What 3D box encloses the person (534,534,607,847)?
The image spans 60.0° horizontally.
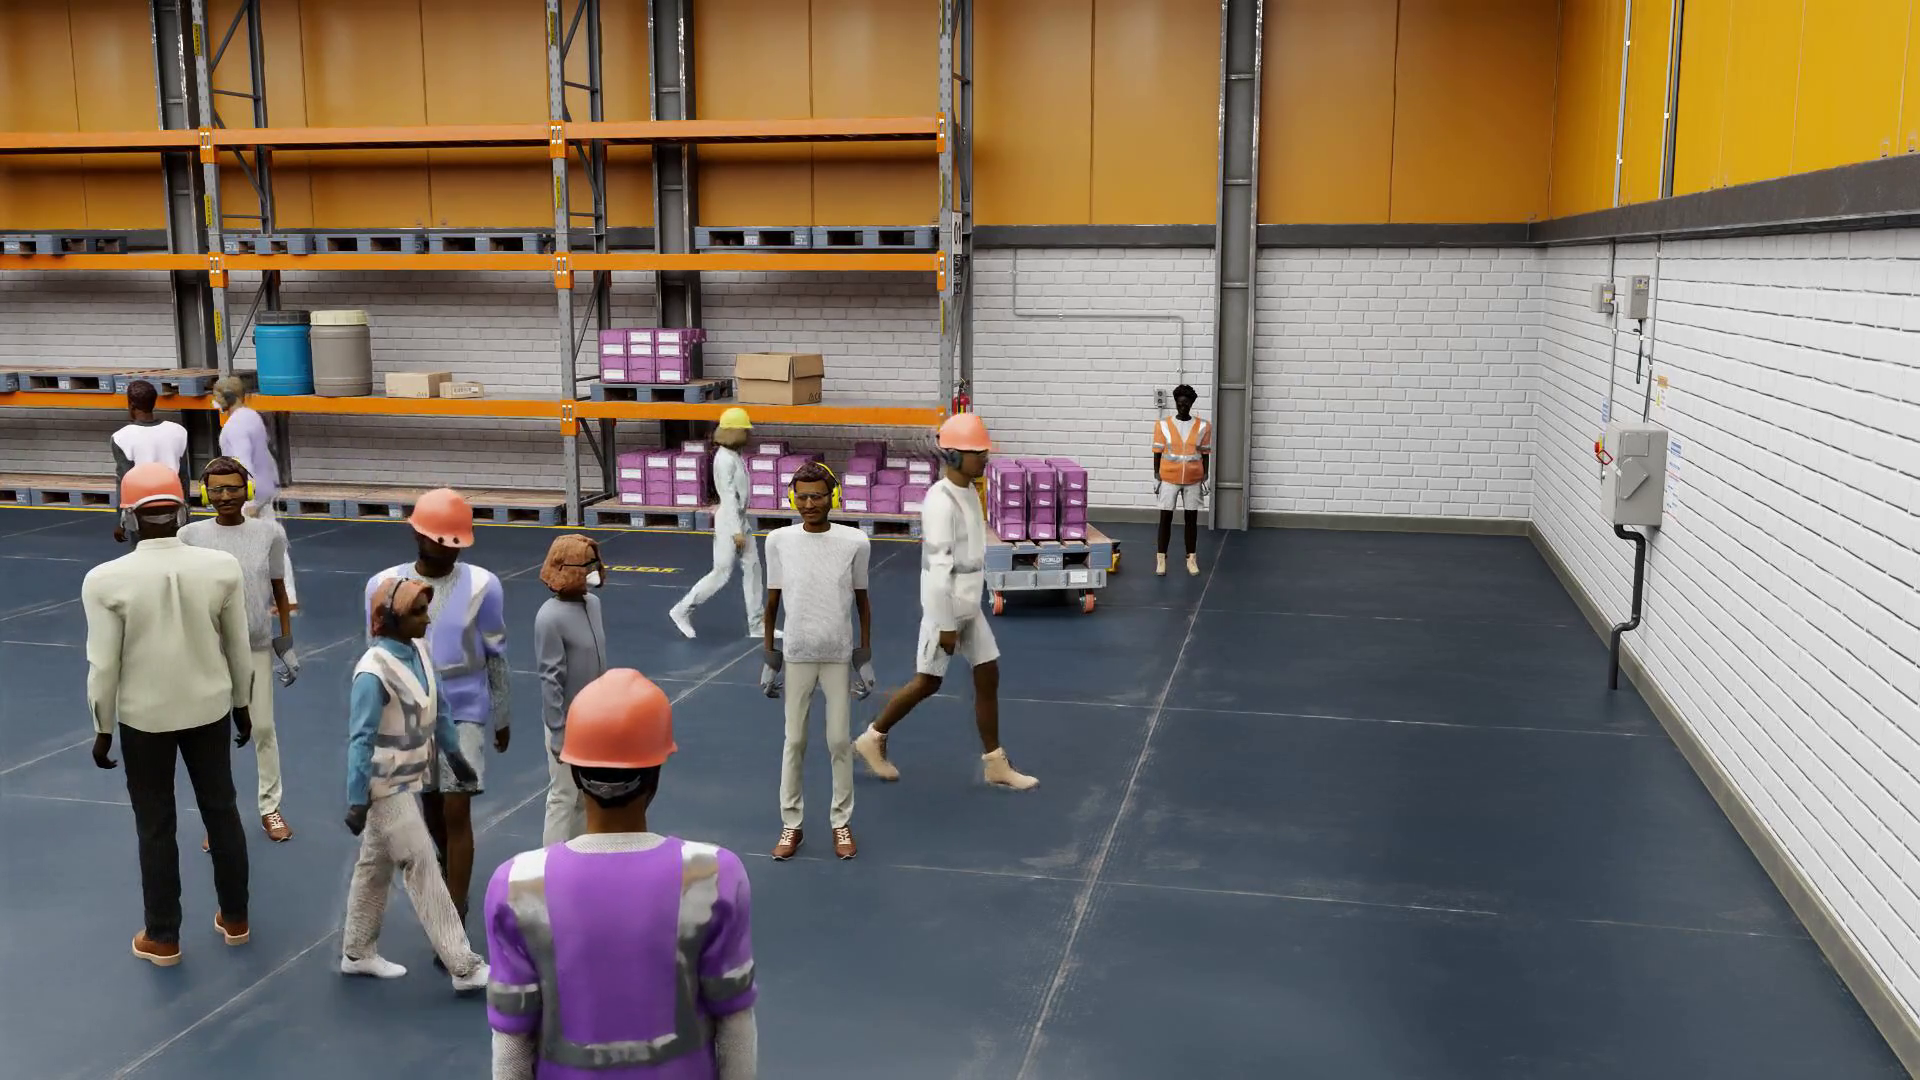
[{"bbox_3d":[-1.626,0.781,7.088,0.284,1.633,0.497,2,10,11],"label":"person"}]

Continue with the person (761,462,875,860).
[{"bbox_3d":[-0.659,0.559,7.707,0.532,1.868,0.310,0,10,-2],"label":"person"}]

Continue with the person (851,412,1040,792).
[{"bbox_3d":[-0.108,0.325,8.711,0.996,2.012,0.625,3,10,20],"label":"person"}]

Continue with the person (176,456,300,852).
[{"bbox_3d":[-3.417,0.527,7.884,0.519,1.873,0.328,-5,11,-26],"label":"person"}]

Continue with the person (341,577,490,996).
[{"bbox_3d":[-2.042,0.929,6.295,0.806,1.600,0.527,0,10,0],"label":"person"}]

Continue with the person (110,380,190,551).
[{"bbox_3d":[-5.812,-0.192,12.002,0.390,1.920,0.588,5,11,27],"label":"person"}]

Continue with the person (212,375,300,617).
[{"bbox_3d":[-5.613,-0.320,12.824,0.963,1.890,0.658,-1,10,-8],"label":"person"}]

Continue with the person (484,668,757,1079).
[{"bbox_3d":[-0.705,1.228,3.540,0.548,1.936,0.378,-1,10,-8],"label":"person"}]

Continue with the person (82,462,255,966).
[{"bbox_3d":[-3.131,0.681,6.613,0.623,1.990,0.398,-9,13,-43],"label":"person"}]

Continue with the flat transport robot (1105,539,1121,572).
[{"bbox_3d":[0.718,0.112,15.075,1.431,0.197,0.652,2,10,11],"label":"flat transport robot"}]

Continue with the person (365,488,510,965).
[{"bbox_3d":[-2.122,0.704,6.836,0.535,1.887,0.907,-2,10,-9],"label":"person"}]

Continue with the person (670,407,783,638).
[{"bbox_3d":[-1.714,-0.115,12.126,0.790,1.715,0.486,1,10,6],"label":"person"}]

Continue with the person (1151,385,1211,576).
[{"bbox_3d":[1.947,-0.524,14.639,0.531,1.692,0.320,0,10,-1],"label":"person"}]
